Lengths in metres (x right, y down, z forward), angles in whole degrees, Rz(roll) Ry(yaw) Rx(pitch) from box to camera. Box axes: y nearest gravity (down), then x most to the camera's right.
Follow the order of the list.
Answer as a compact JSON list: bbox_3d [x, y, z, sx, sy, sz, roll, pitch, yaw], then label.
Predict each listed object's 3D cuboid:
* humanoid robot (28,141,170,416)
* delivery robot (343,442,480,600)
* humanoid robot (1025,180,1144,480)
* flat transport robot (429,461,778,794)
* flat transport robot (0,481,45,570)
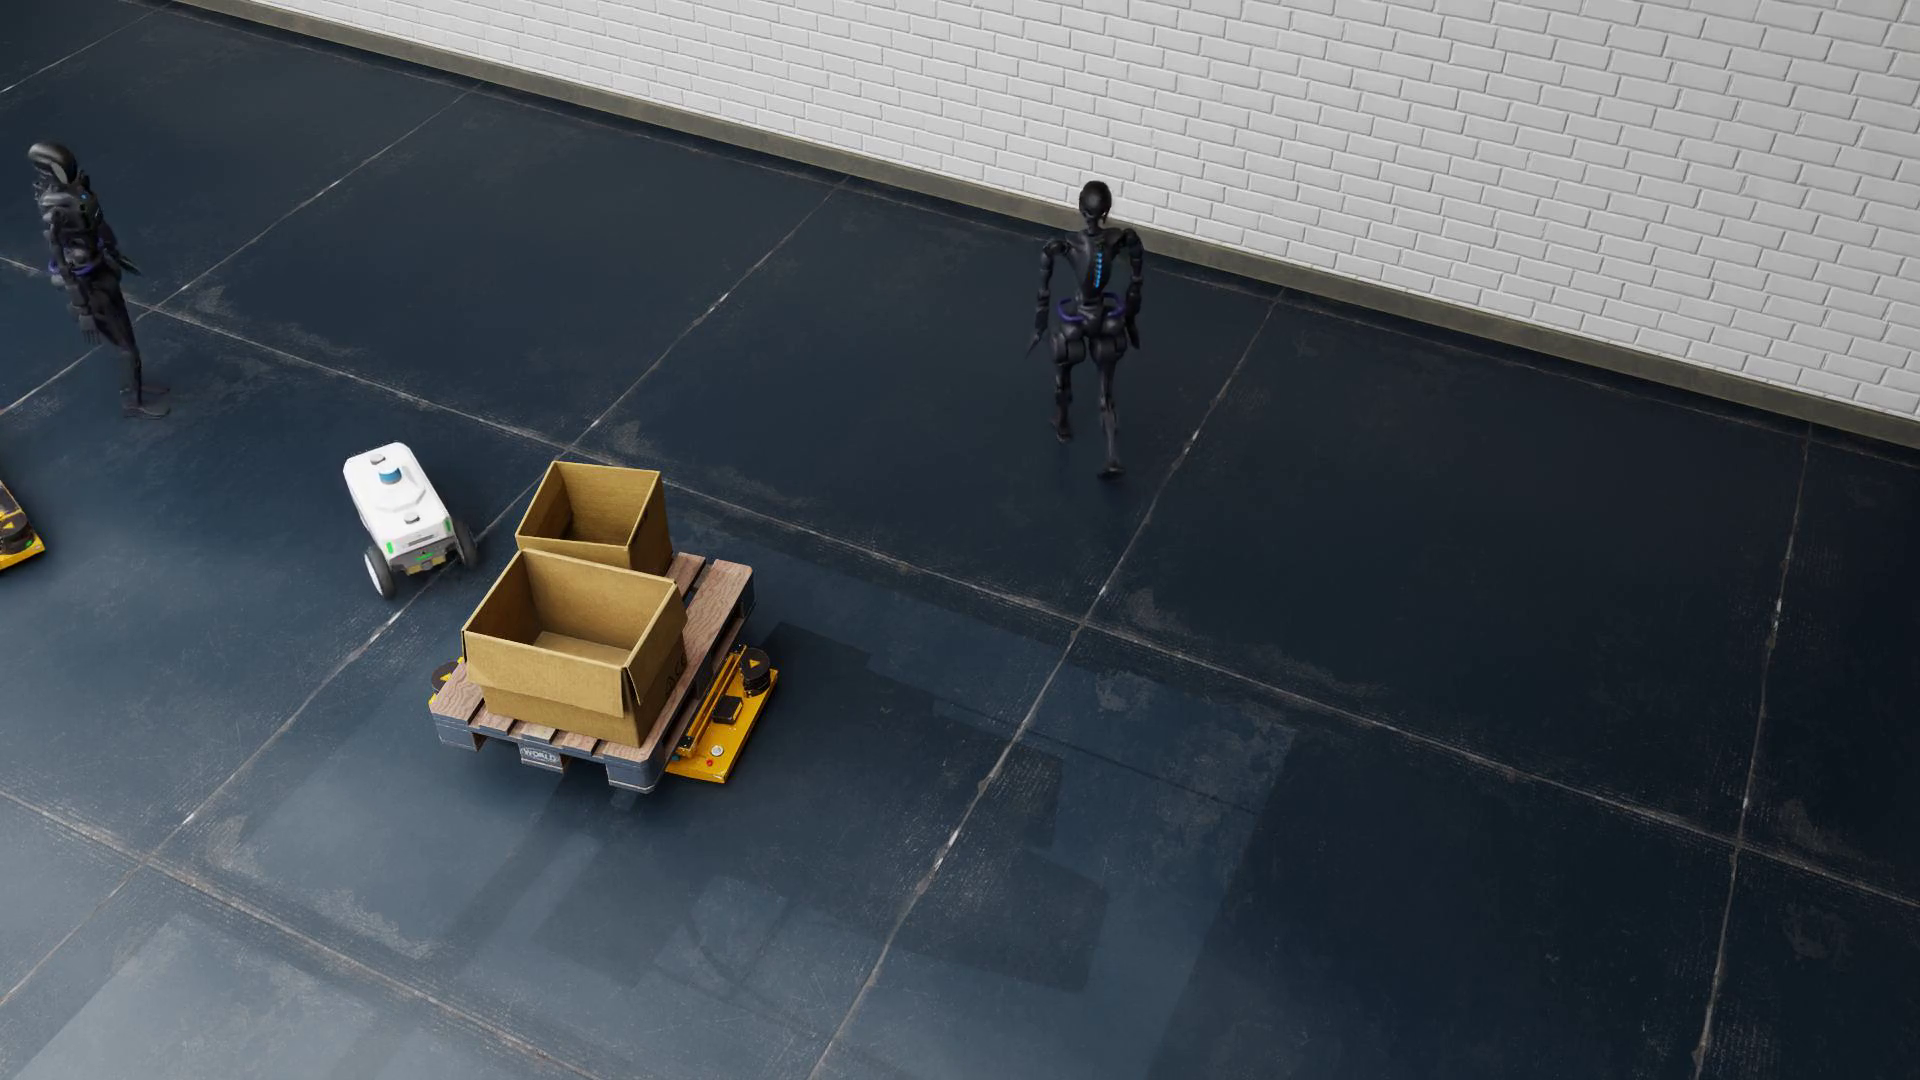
[{"bbox_3d":[-4.526,-1.370,8.708,0.318,1.641,0.611,-2,43,-2],"label":"humanoid robot"},{"bbox_3d":[-2.748,-0.143,8.181,0.499,0.570,0.750,-23,48,-23],"label":"delivery robot"},{"bbox_3d":[0.647,-1.048,8.373,0.598,1.637,0.720,-9,44,-10],"label":"humanoid robot"},{"bbox_3d":[-1.615,0.662,7.541,1.431,0.231,0.659,11,44,12],"label":"flat transport robot"},{"bbox_3d":[-5.285,-0.210,8.482,0.659,0.231,1.431,-32,52,-30],"label":"flat transport robot"}]
